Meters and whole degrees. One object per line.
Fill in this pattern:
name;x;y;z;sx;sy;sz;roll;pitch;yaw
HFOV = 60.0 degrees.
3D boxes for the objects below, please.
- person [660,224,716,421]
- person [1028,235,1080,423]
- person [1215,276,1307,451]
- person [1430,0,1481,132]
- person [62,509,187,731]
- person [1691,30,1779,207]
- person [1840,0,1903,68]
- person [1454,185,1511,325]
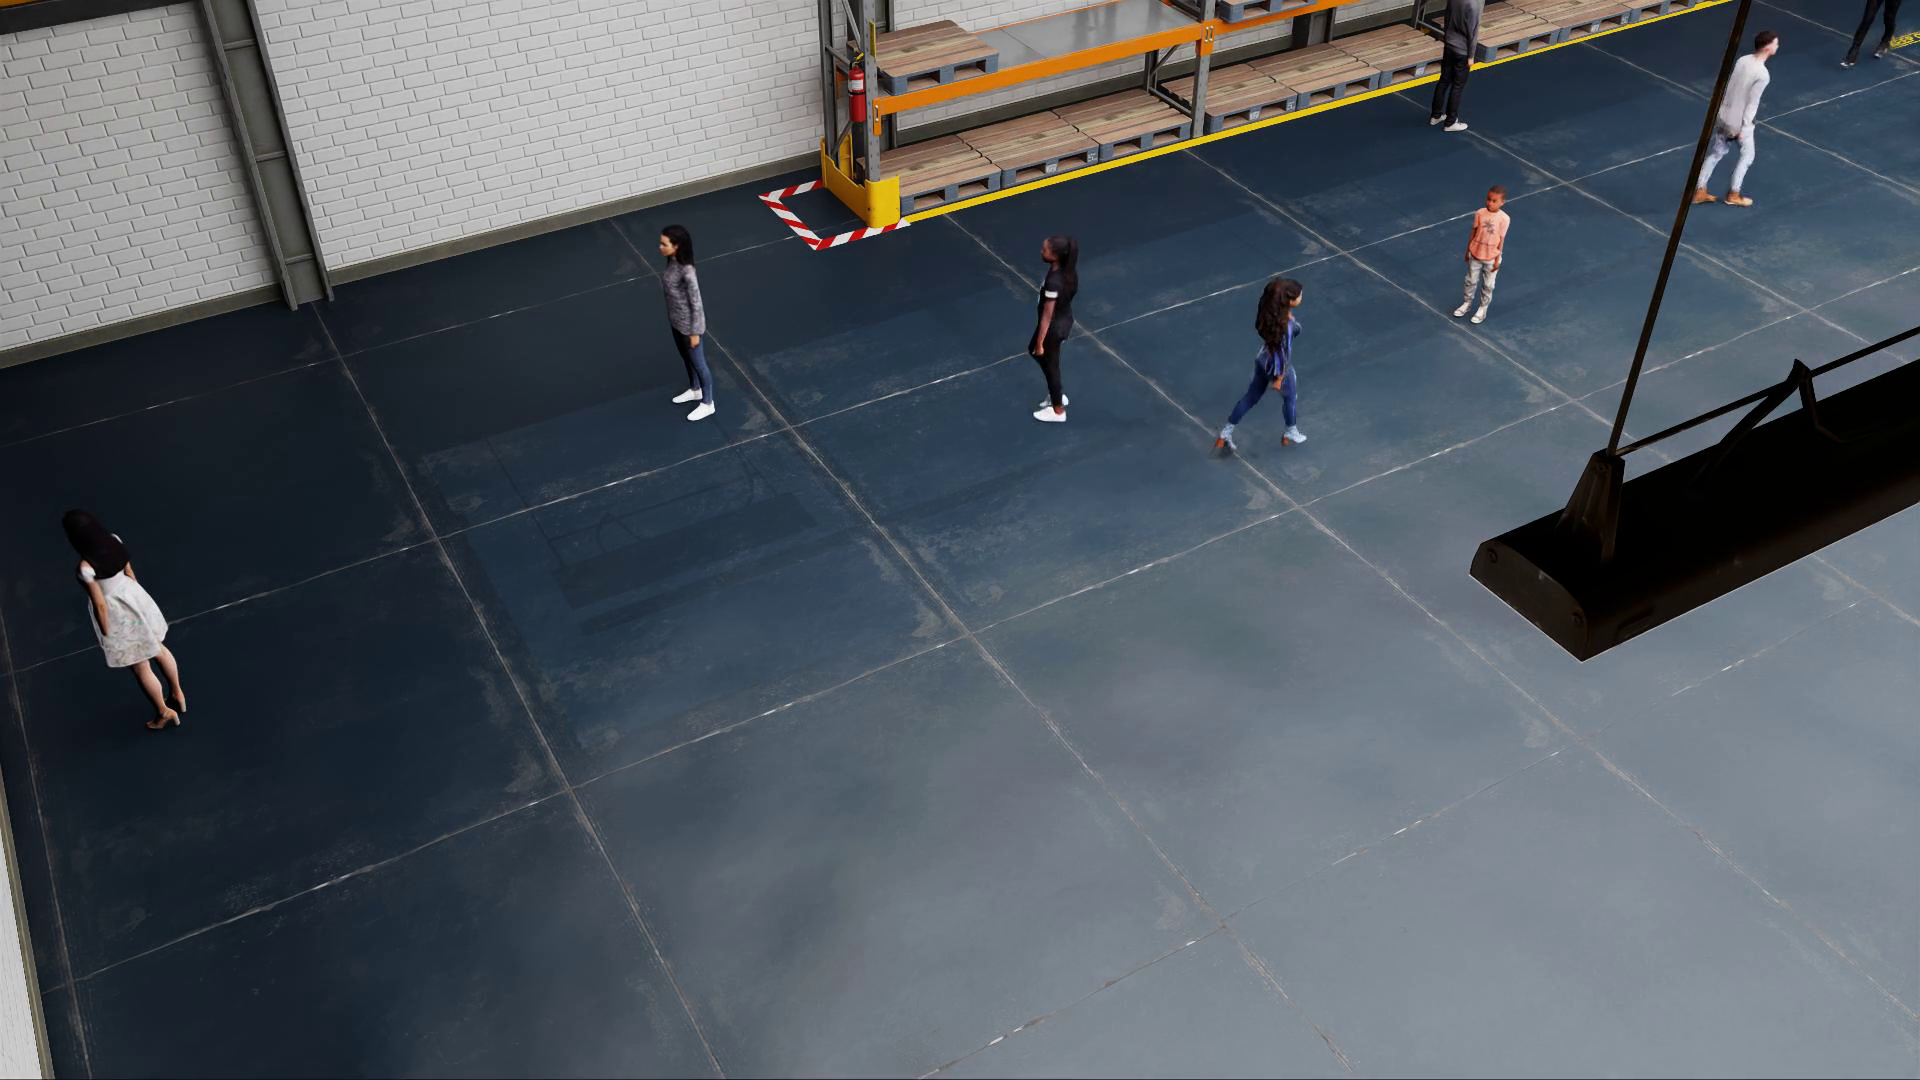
person;-2.242;-1.804;13.638;0.503;1.733;0.616;-21;43;-24
person;0.841;-1.697;13.514;0.824;1.719;0.765;9;40;11
person;2.410;-1.357;13.193;1.084;1.588;0.738;-12;40;-14
person;5.397;-5.316;18.012;0.527;1.761;0.608;-19;42;-22
person;-5.368;0.512;10.705;0.832;1.773;0.777;7;39;9
person;7.649;-4.175;16.536;0.910;1.820;0.837;-8;39;-10
person;10.882;-6.411;19.399;1.248;1.742;0.779;-28;46;-30
person;4.735;-2.589;14.960;0.537;1.310;0.563;26;46;29
